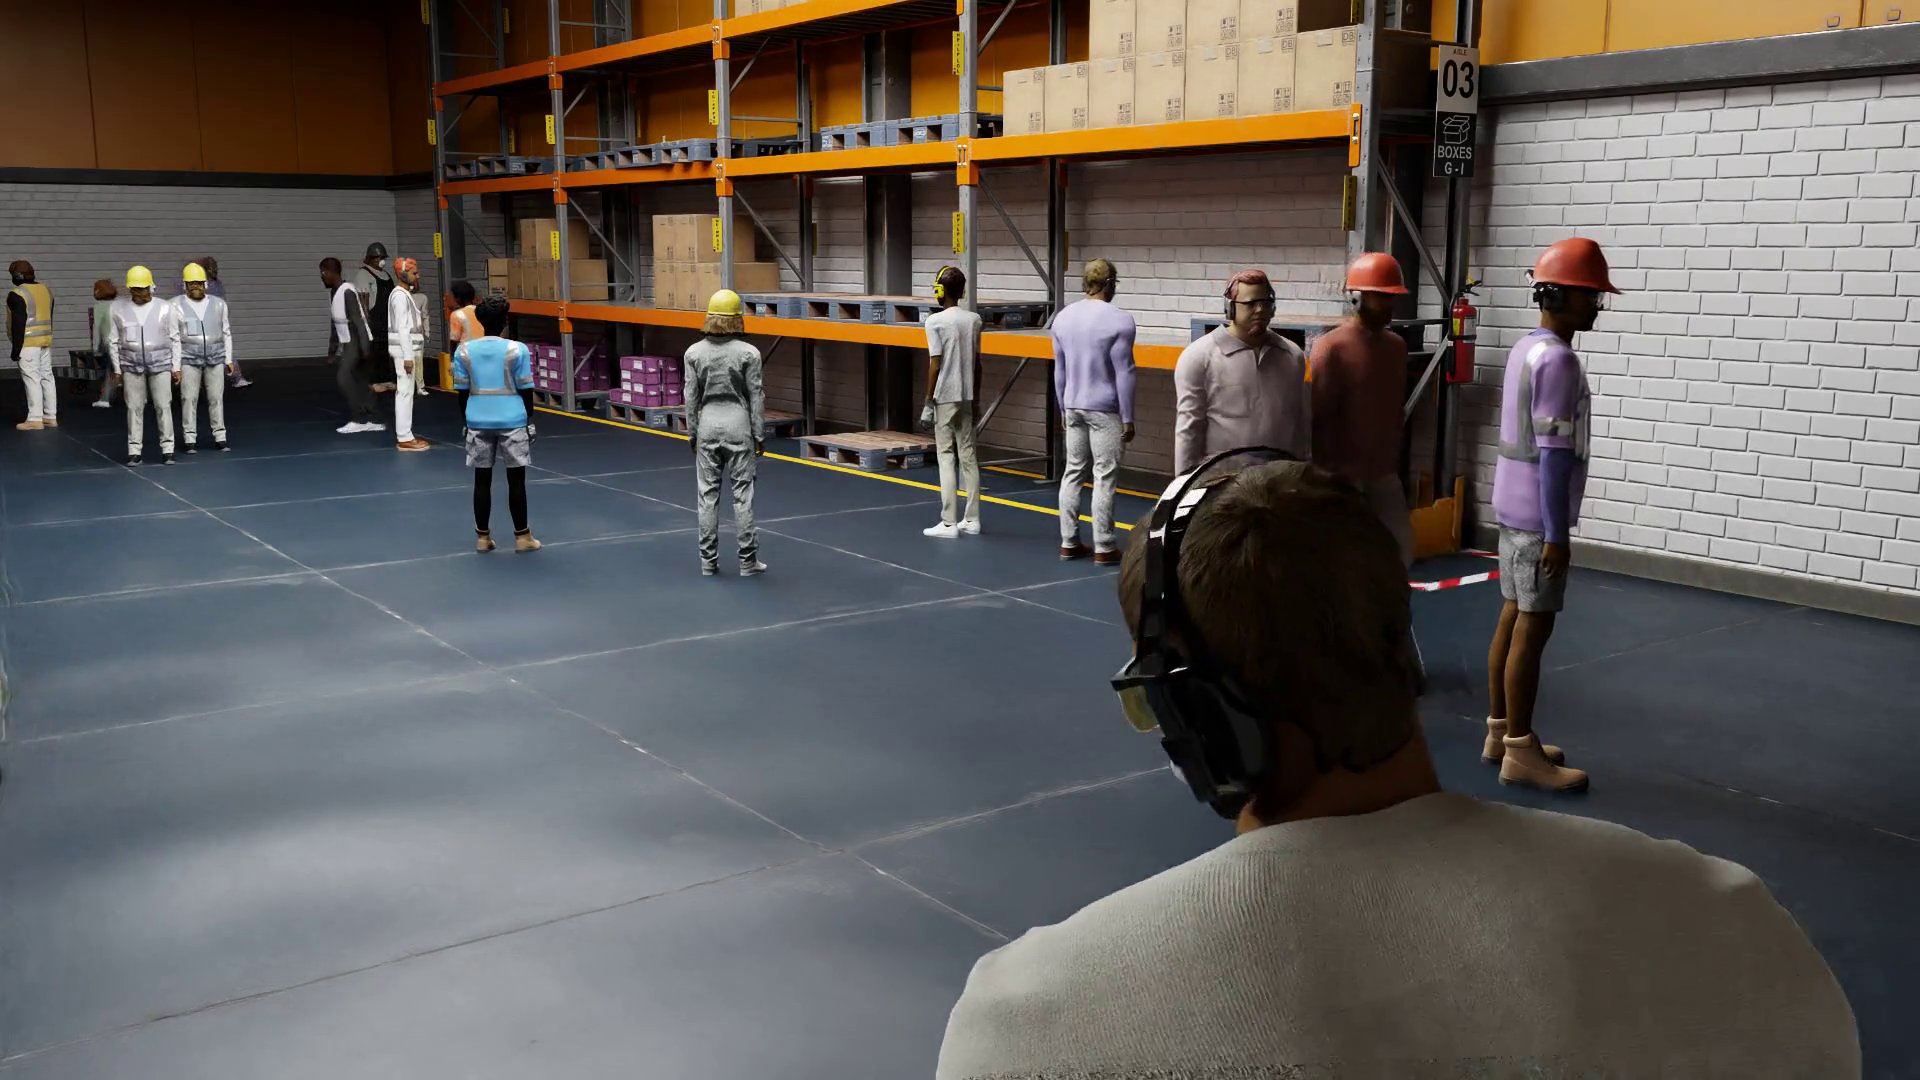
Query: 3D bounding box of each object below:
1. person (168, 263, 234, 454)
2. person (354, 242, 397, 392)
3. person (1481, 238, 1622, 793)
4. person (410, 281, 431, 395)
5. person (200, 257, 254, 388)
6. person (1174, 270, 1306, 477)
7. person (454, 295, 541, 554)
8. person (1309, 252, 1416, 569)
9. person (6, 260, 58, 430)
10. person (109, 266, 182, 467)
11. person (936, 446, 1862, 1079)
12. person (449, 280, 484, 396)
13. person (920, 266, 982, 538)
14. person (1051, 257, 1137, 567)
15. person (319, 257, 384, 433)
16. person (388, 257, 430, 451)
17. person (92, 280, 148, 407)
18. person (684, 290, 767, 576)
[{"bbox_3d":[-7.322,-1.745,16.046,0.602,1.830,0.404,-7,12,-36],"label":"person"},{"bbox_3d":[-7.934,-3.055,22.804,0.537,2.000,0.689,2,10,11],"label":"person"},{"bbox_3d":[2.199,-0.095,6.224,0.395,2.040,0.609,1,10,7],"label":"person"},{"bbox_3d":[-7.298,-2.733,22.136,0.502,1.632,0.279,-7,12,-33],"label":"person"},{"bbox_3d":[-10.461,-3.020,23.198,1.068,1.845,0.637,3,11,16],"label":"person"},{"bbox_3d":[1.271,-0.240,7.408,0.655,1.906,0.407,-4,11,-20],"label":"person"},{"bbox_3d":[-3.012,-0.746,10.842,0.532,1.693,0.319,1,10,5],"label":"person"},{"bbox_3d":[1.840,-0.322,7.659,0.630,1.979,0.435,-6,12,-29],"label":"person"},{"bbox_3d":[-10.147,-2.122,18.150,0.429,1.839,0.623,1,10,4],"label":"person"},{"bbox_3d":[-7.402,-1.577,15.141,0.591,1.820,0.404,-4,11,-21],"label":"person"},{"bbox_3d":[0.328,0.870,1.290,0.683,1.873,0.870,-2,10,-9],"label":"person"},{"bbox_3d":[-4.953,-1.844,17.099,0.738,1.656,0.532,6,12,29],"label":"person"},{"bbox_3d":[-0.058,-0.946,11.468,0.528,1.869,0.313,-9,14,-42],"label":"person"},{"bbox_3d":[0.848,-0.801,10.482,0.626,1.932,0.353,10,14,43],"label":"person"},{"bbox_3d":[-6.541,-2.088,17.863,0.607,1.865,0.625,-6,12,-30],"label":"person"},{"bbox_3d":[-5.421,-1.814,16.289,0.337,1.882,0.585,-4,11,-19],"label":"person"},{"bbox_3d":[-10.357,-2.396,20.395,0.881,1.584,0.507,2,10,13],"label":"person"},{"bbox_3d":[-1.422,-0.647,10.147,0.494,1.743,0.306,1,10,8],"label":"person"}]
